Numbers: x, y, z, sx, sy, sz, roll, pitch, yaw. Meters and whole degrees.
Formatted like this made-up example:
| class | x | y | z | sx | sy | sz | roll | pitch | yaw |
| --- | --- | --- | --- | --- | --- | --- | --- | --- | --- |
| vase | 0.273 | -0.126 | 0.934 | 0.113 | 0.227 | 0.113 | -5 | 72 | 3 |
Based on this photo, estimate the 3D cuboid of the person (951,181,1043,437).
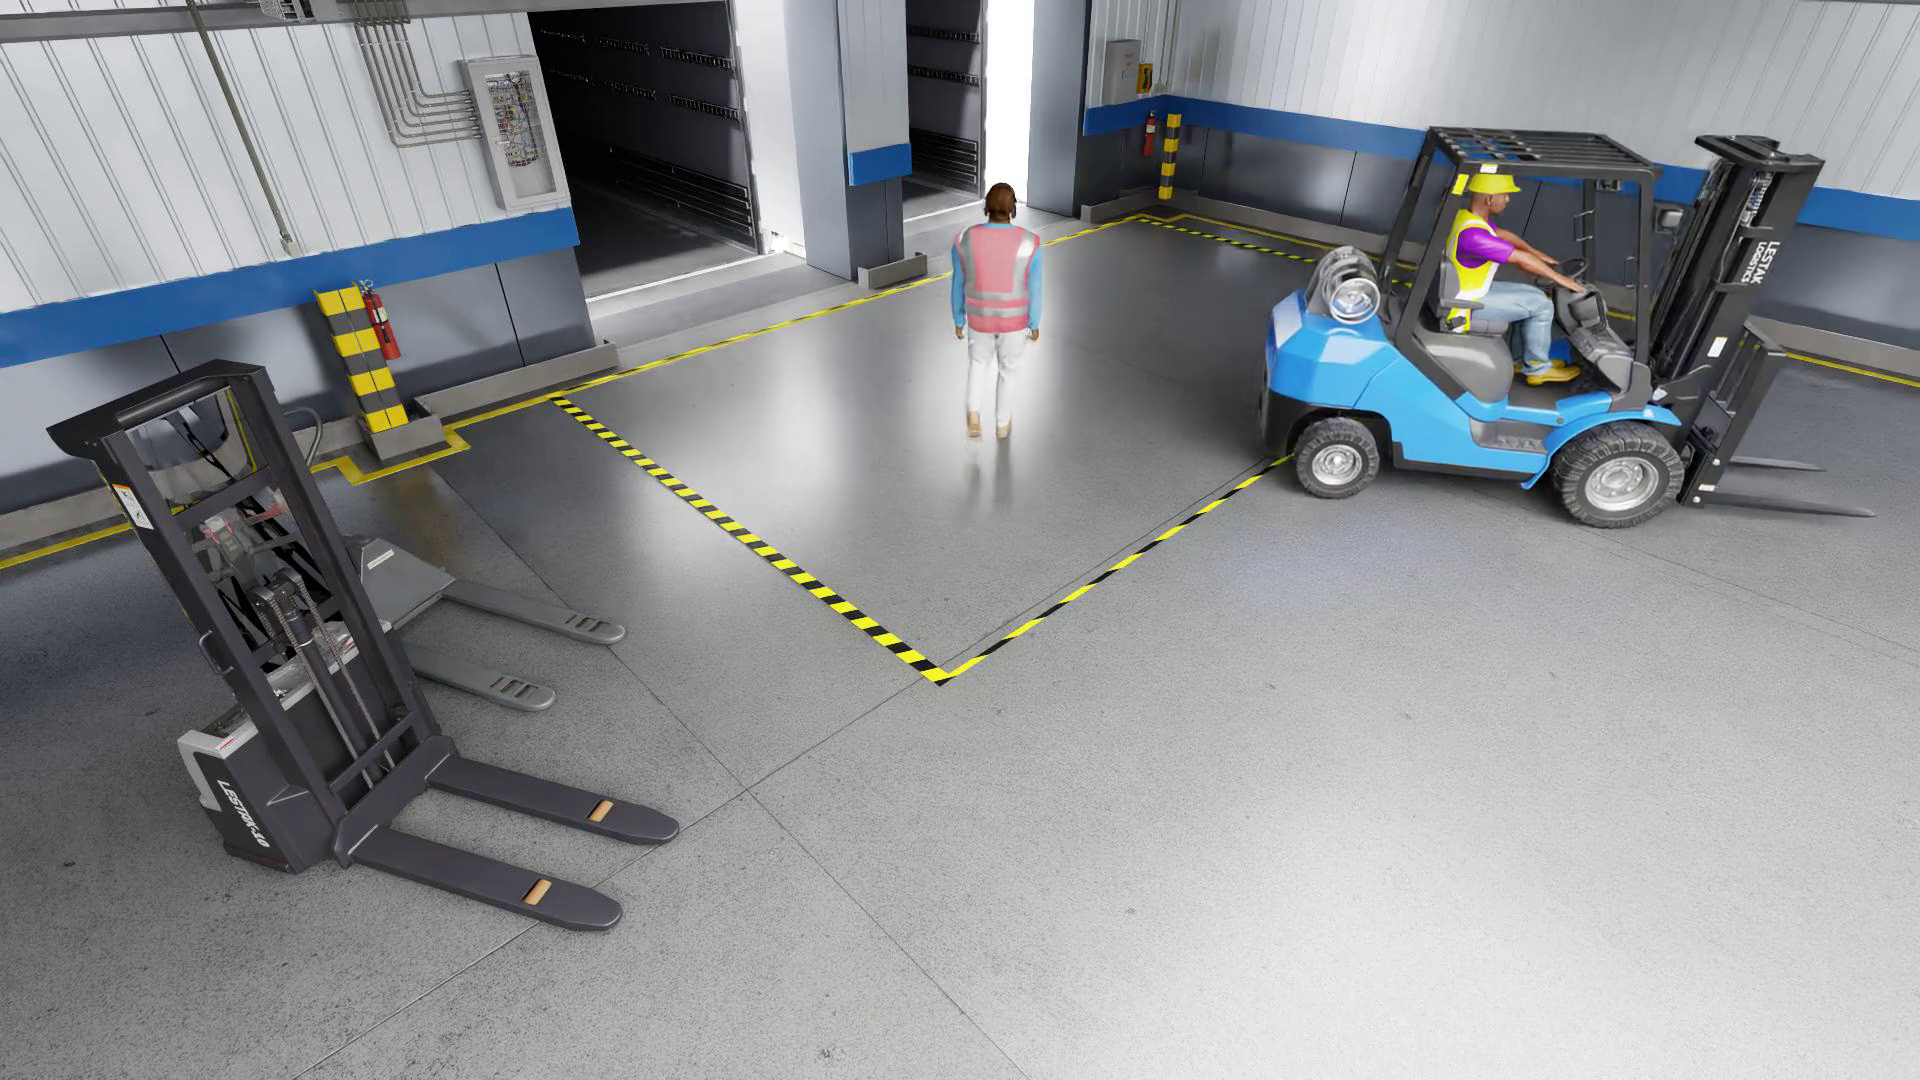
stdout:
| class | x | y | z | sx | sy | sz | roll | pitch | yaw |
| --- | --- | --- | --- | --- | --- | --- | --- | --- | --- |
| person | 0.246 | -1.506 | 6.340 | 0.630 | 1.824 | 0.624 | 7 | 35 | 10 |

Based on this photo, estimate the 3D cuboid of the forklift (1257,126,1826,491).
| class | x | y | z | sx | sy | sz | roll | pitch | yaw |
| --- | --- | --- | --- | --- | --- | --- | --- | --- | --- |
| forklift | 3.443 | -1.482 | 5.837 | 2.680 | 2.036 | 1.157 | 8 | 35 | 11 |

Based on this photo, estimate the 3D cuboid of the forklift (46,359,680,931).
| class | x | y | z | sx | sy | sz | roll | pitch | yaw |
| --- | --- | --- | --- | --- | --- | --- | --- | --- | --- |
| forklift | -2.135 | 0.422 | 3.354 | 1.885 | 1.965 | 0.823 | 10 | 35 | 14 |

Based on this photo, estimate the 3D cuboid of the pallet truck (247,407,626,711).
| class | x | y | z | sx | sy | sz | roll | pitch | yaw |
| --- | --- | --- | --- | --- | --- | --- | --- | --- | --- |
| pallet truck | -2.628 | 0.038 | 4.590 | 1.601 | 1.201 | 0.680 | 12 | 36 | 18 |

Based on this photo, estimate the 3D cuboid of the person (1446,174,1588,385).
| class | x | y | z | sx | sy | sz | roll | pitch | yaw |
| --- | --- | --- | --- | --- | --- | --- | --- | --- | --- |
| person | 3.500 | -1.625 | 5.714 | 1.004 | 1.294 | 0.635 | 8 | 35 | 11 |
